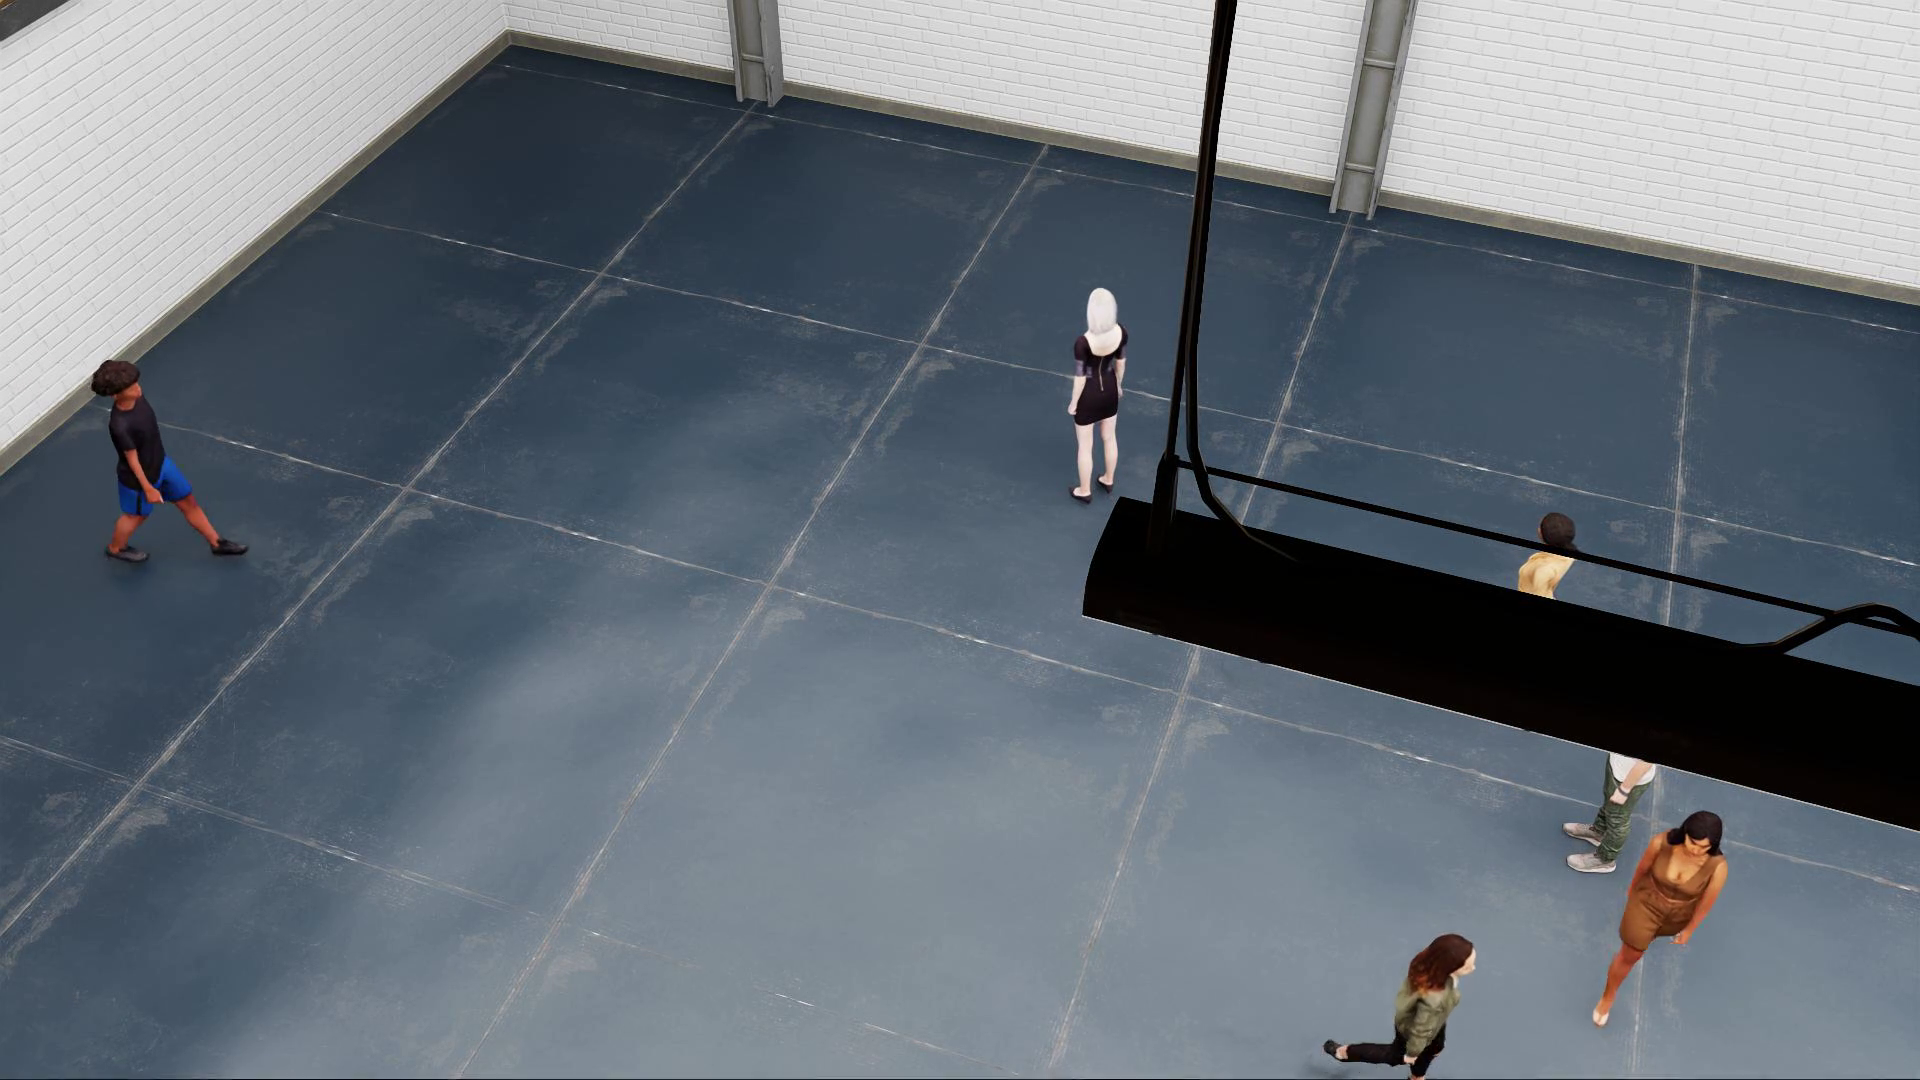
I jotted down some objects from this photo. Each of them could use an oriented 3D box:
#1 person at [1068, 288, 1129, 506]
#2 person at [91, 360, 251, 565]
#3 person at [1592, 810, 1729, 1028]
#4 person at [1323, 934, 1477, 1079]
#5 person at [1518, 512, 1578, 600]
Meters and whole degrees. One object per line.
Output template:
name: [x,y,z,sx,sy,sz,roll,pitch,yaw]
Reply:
person: [0.973,-1.017,11.843,0.659,1.830,0.707,-20,47,-20]
person: [-5.644,-0.470,11.334,1.303,1.742,0.959,-2,44,-2]
person: [3.790,1.904,8.913,1.067,1.643,0.709,21,48,21]
person: [2.282,2.422,8.510,0.942,1.449,0.677,16,46,16]
person: [3.599,0.462,10.416,0.654,1.658,0.671,31,51,28]
